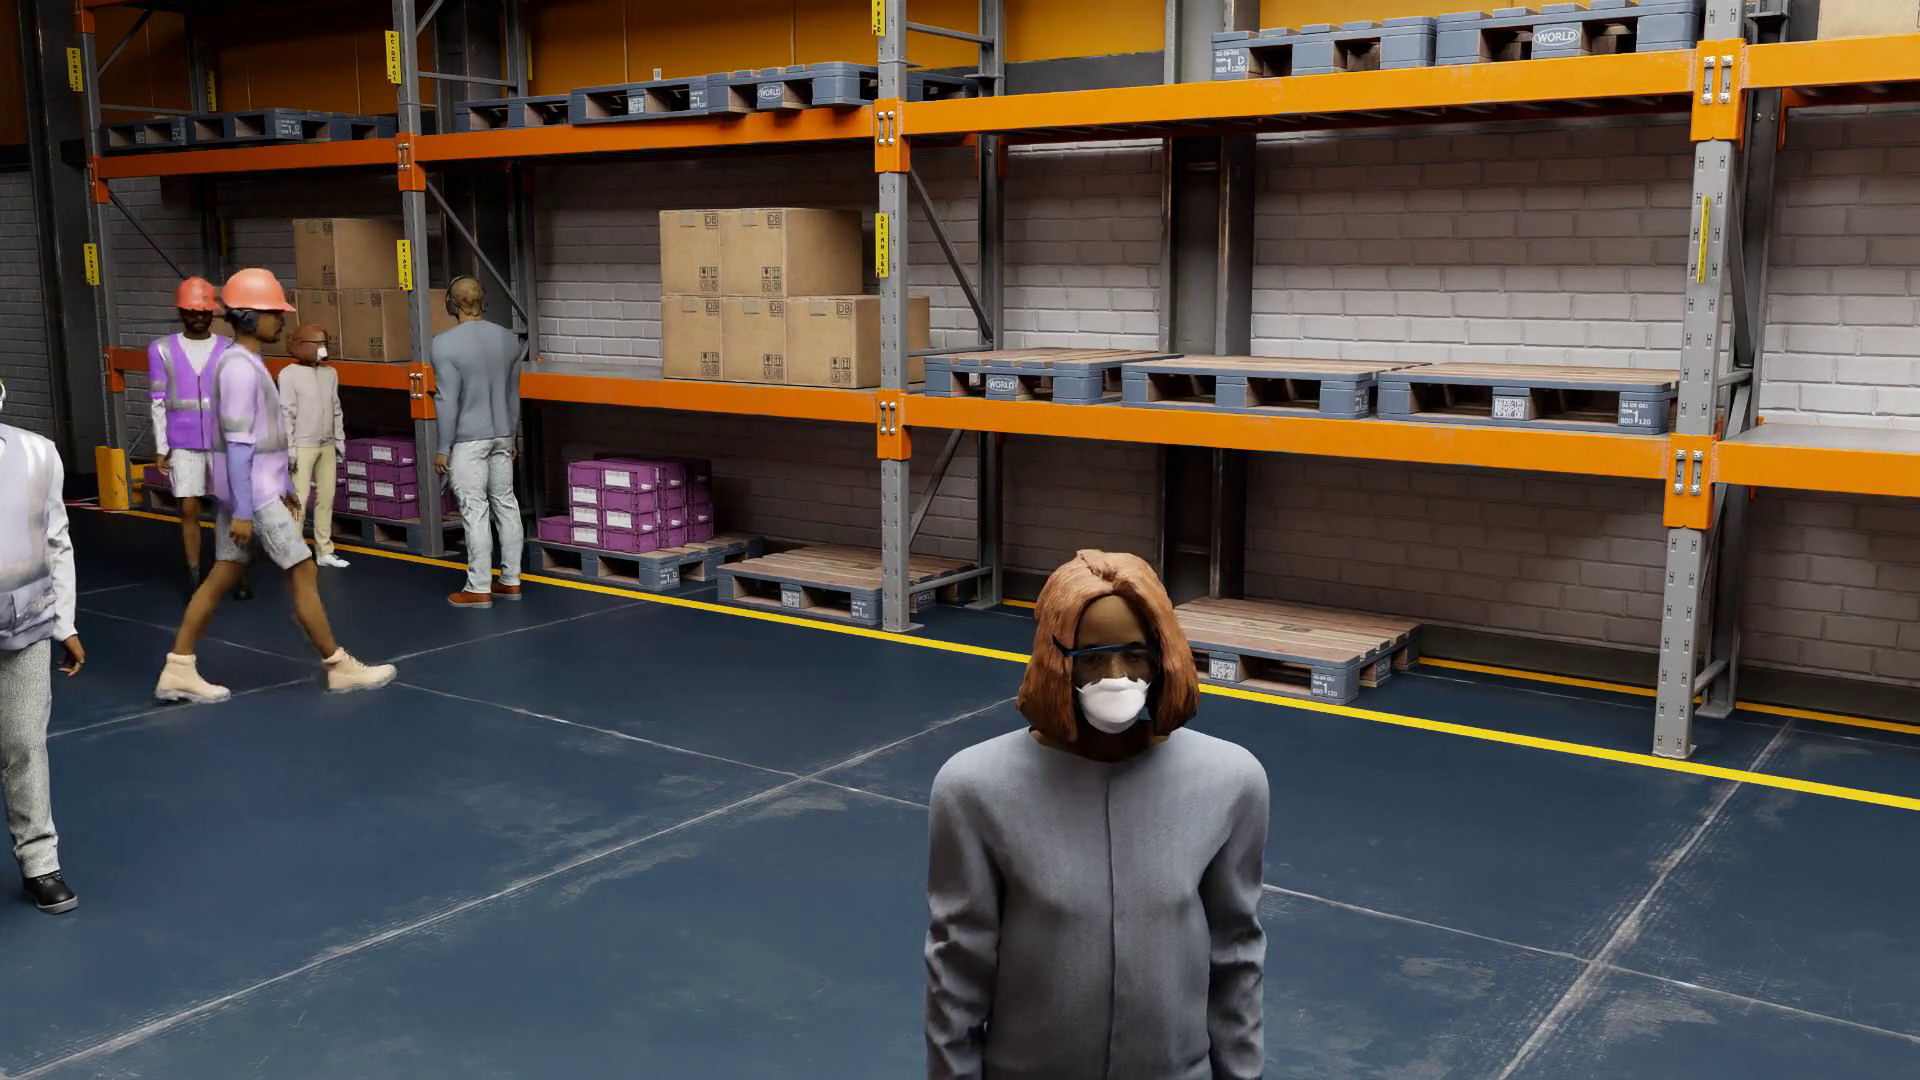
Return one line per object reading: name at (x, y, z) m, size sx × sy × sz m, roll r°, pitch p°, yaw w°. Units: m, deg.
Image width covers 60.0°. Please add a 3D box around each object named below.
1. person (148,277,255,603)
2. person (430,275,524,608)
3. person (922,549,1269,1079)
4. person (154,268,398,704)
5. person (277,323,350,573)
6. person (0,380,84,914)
person at (-4.468, -0.581, 9.845) m, size 0.548 × 1.929 × 0.385 m, roll -4°, pitch 10°, yaw -24°
person at (-2.821, -0.567, 9.727) m, size 0.379 × 1.937 × 0.629 m, roll 6°, pitch 11°, yaw 31°
person at (0.197, 0.817, 2.382) m, size 0.502 × 1.633 × 0.280 m, roll -2°, pitch 10°, yaw -9°
person at (-3.223, -0.235, 7.597) m, size 1.052 × 1.992 × 0.632 m, roll -5°, pitch 11°, yaw -26°
person at (-4.217, -0.598, 10.846) m, size 0.288 × 1.629 × 0.503 m, roll 4°, pitch 10°, yaw 24°
person at (-2.974, 0.277, 5.037) m, size 0.586 × 1.823 × 0.403 m, roll -9°, pitch 13°, yaw -42°
